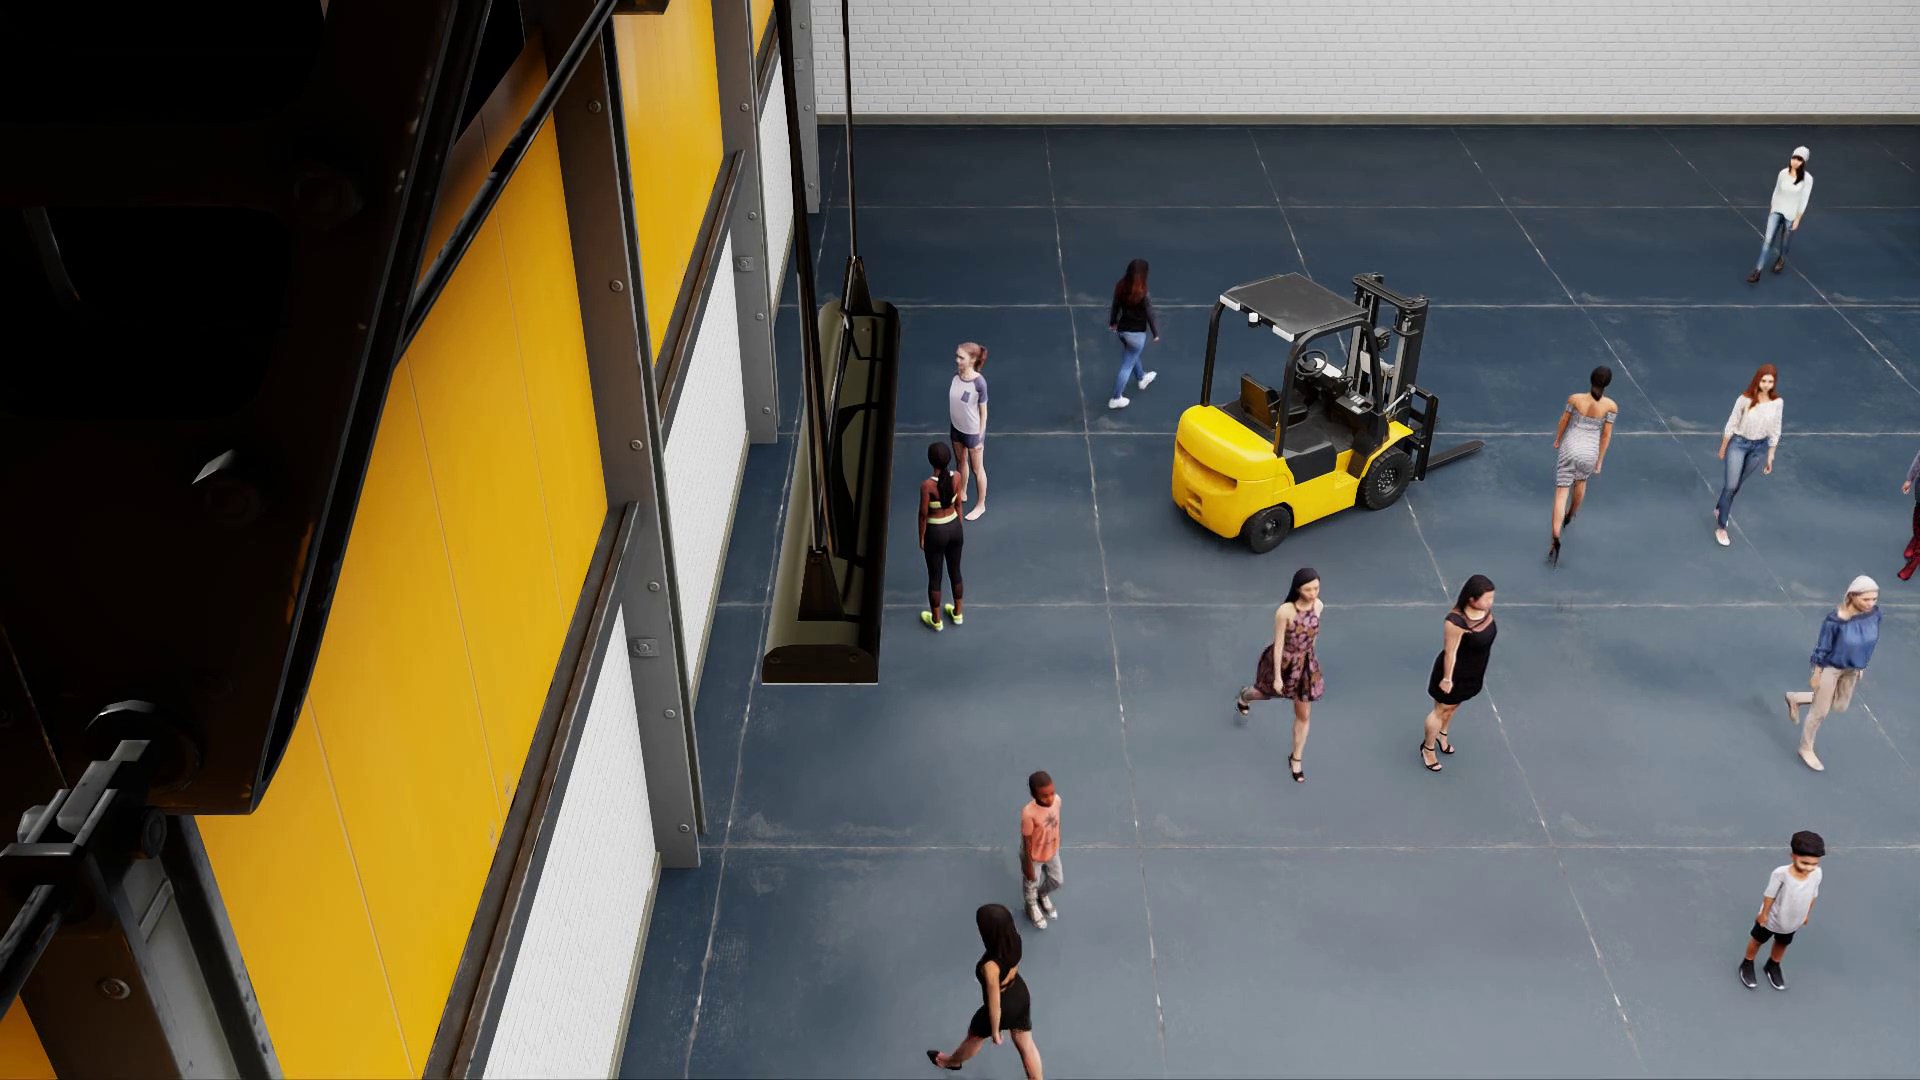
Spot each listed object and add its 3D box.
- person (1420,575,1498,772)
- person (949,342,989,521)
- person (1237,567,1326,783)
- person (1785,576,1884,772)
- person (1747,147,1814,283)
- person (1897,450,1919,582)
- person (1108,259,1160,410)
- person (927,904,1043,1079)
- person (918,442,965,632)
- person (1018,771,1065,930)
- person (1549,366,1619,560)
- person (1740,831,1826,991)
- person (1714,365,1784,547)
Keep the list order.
[{"bbox_3d":[3.708,0.963,12.397,0.827,1.716,0.751,25,41,32],"label":"person"},{"bbox_3d":[0.079,-1.028,15.348,0.736,1.767,0.667,-26,41,-33],"label":"person"},{"bbox_3d":[2.408,0.924,12.434,0.925,1.741,1.234,-13,36,-18],"label":"person"},{"bbox_3d":[6.515,0.921,12.493,0.758,1.681,0.929,-9,35,-13],"label":"person"},{"bbox_3d":[9.856,-3.875,19.780,1.045,1.601,1.142,26,42,34],"label":"person"},{"bbox_3d":[8.624,-0.512,14.648,1.067,1.681,1.009,-28,43,-35],"label":"person"},{"bbox_3d":[1.706,-2.091,17.089,1.087,1.609,1.069,-24,41,-32],"label":"person"},{"bbox_3d":[0.342,2.794,9.746,0.965,1.602,1.047,19,38,26],"label":"person"},{"bbox_3d":[-0.131,-0.033,13.864,0.621,1.752,0.632,-15,36,-21],"label":"person"},{"bbox_3d":[0.496,2.035,11.160,0.563,1.301,0.601,-17,37,-24],"label":"person"},{"bbox_3d":[5.475,-0.663,14.786,0.814,1.780,1.137,10,35,15],"label":"person"},{"bbox_3d":[5.314,2.363,10.706,0.473,1.257,0.482,1,34,1],"label":"person"},{"bbox_3d":[7.144,-0.865,15.161,0.628,1.702,0.903,3,34,4],"label":"person"}]
